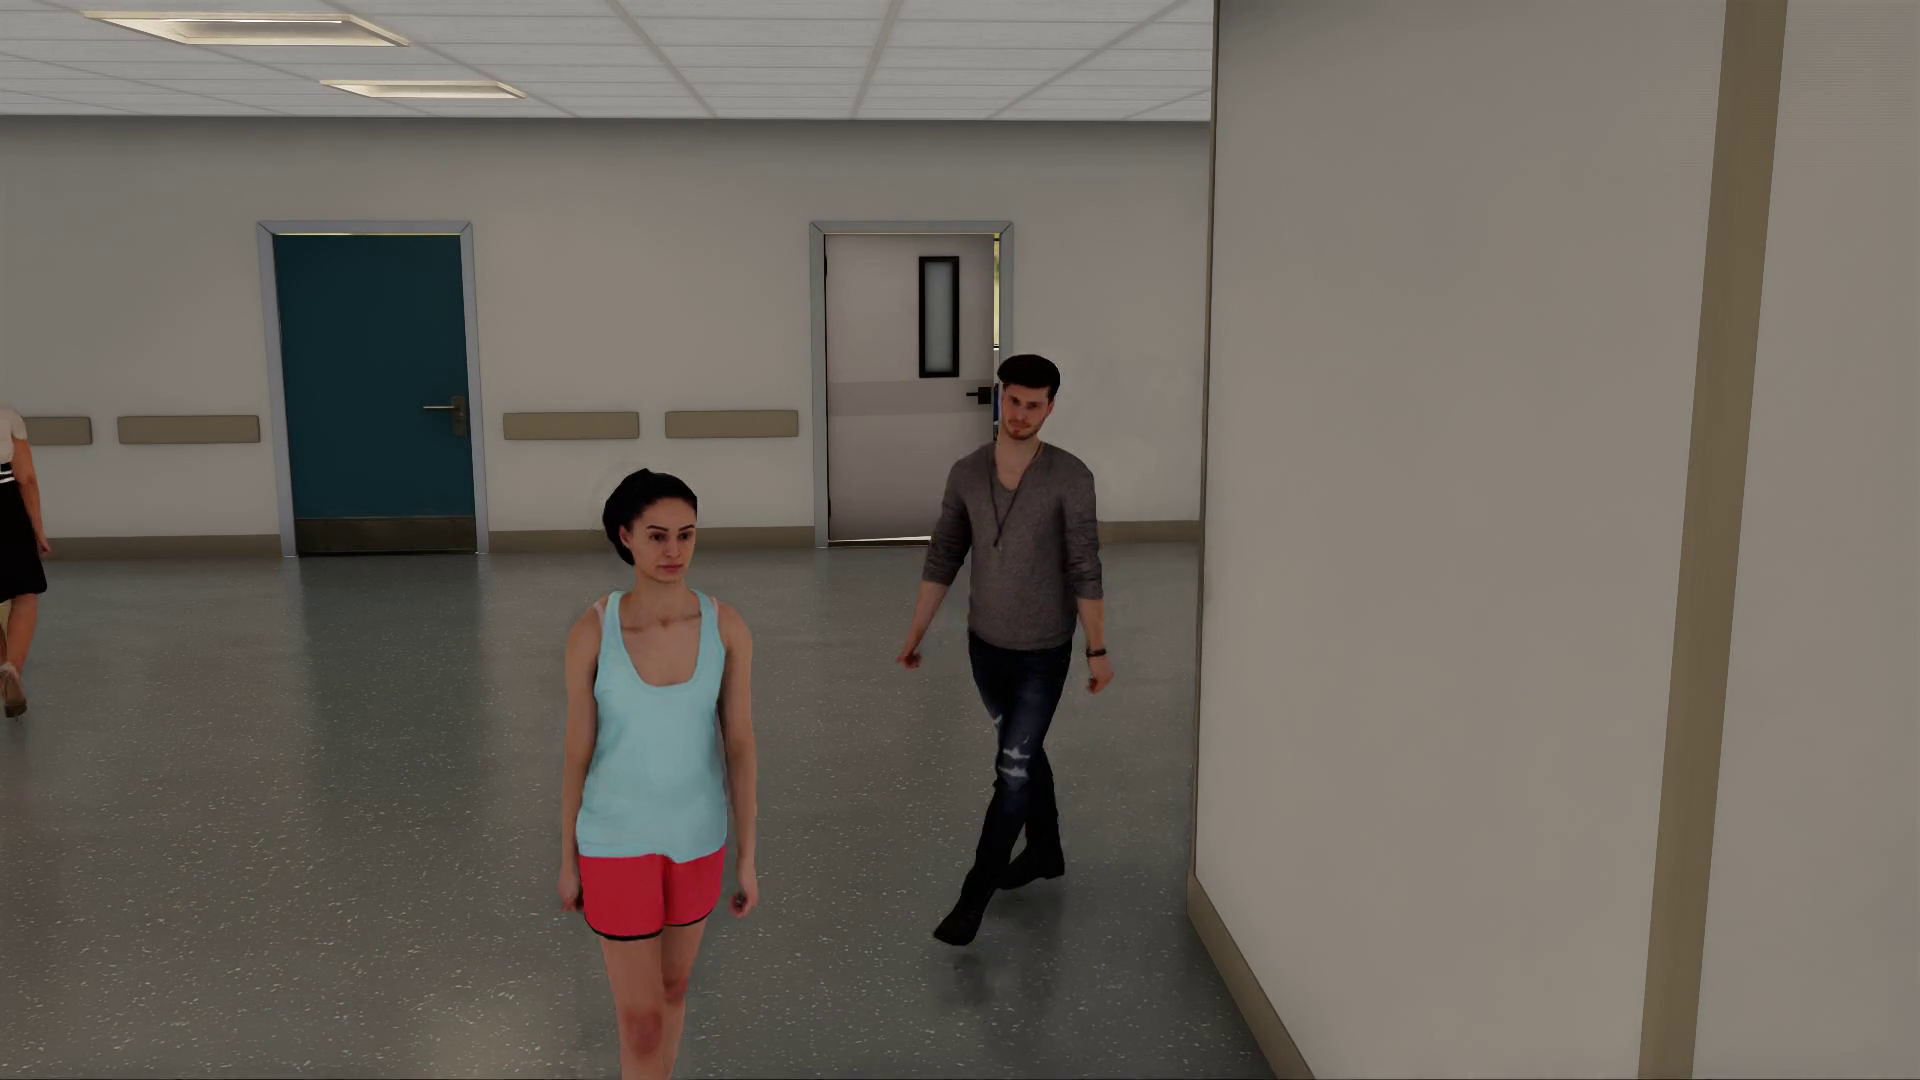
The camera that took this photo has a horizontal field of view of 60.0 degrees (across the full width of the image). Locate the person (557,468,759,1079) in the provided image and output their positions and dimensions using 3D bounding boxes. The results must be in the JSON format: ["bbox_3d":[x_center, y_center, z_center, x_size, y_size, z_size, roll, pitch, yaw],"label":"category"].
[{"bbox_3d":[-0.725,0.706,3.835,1.021,1.742,0.887,-5,12,-25],"label":"person"}]

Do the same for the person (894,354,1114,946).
[{"bbox_3d":[0.260,0.339,5.467,1.254,1.856,1.296,9,14,39],"label":"person"}]

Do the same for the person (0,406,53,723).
[{"bbox_3d":[-4.395,0.020,7.487,0.831,1.729,0.845,-4,12,-21],"label":"person"}]
